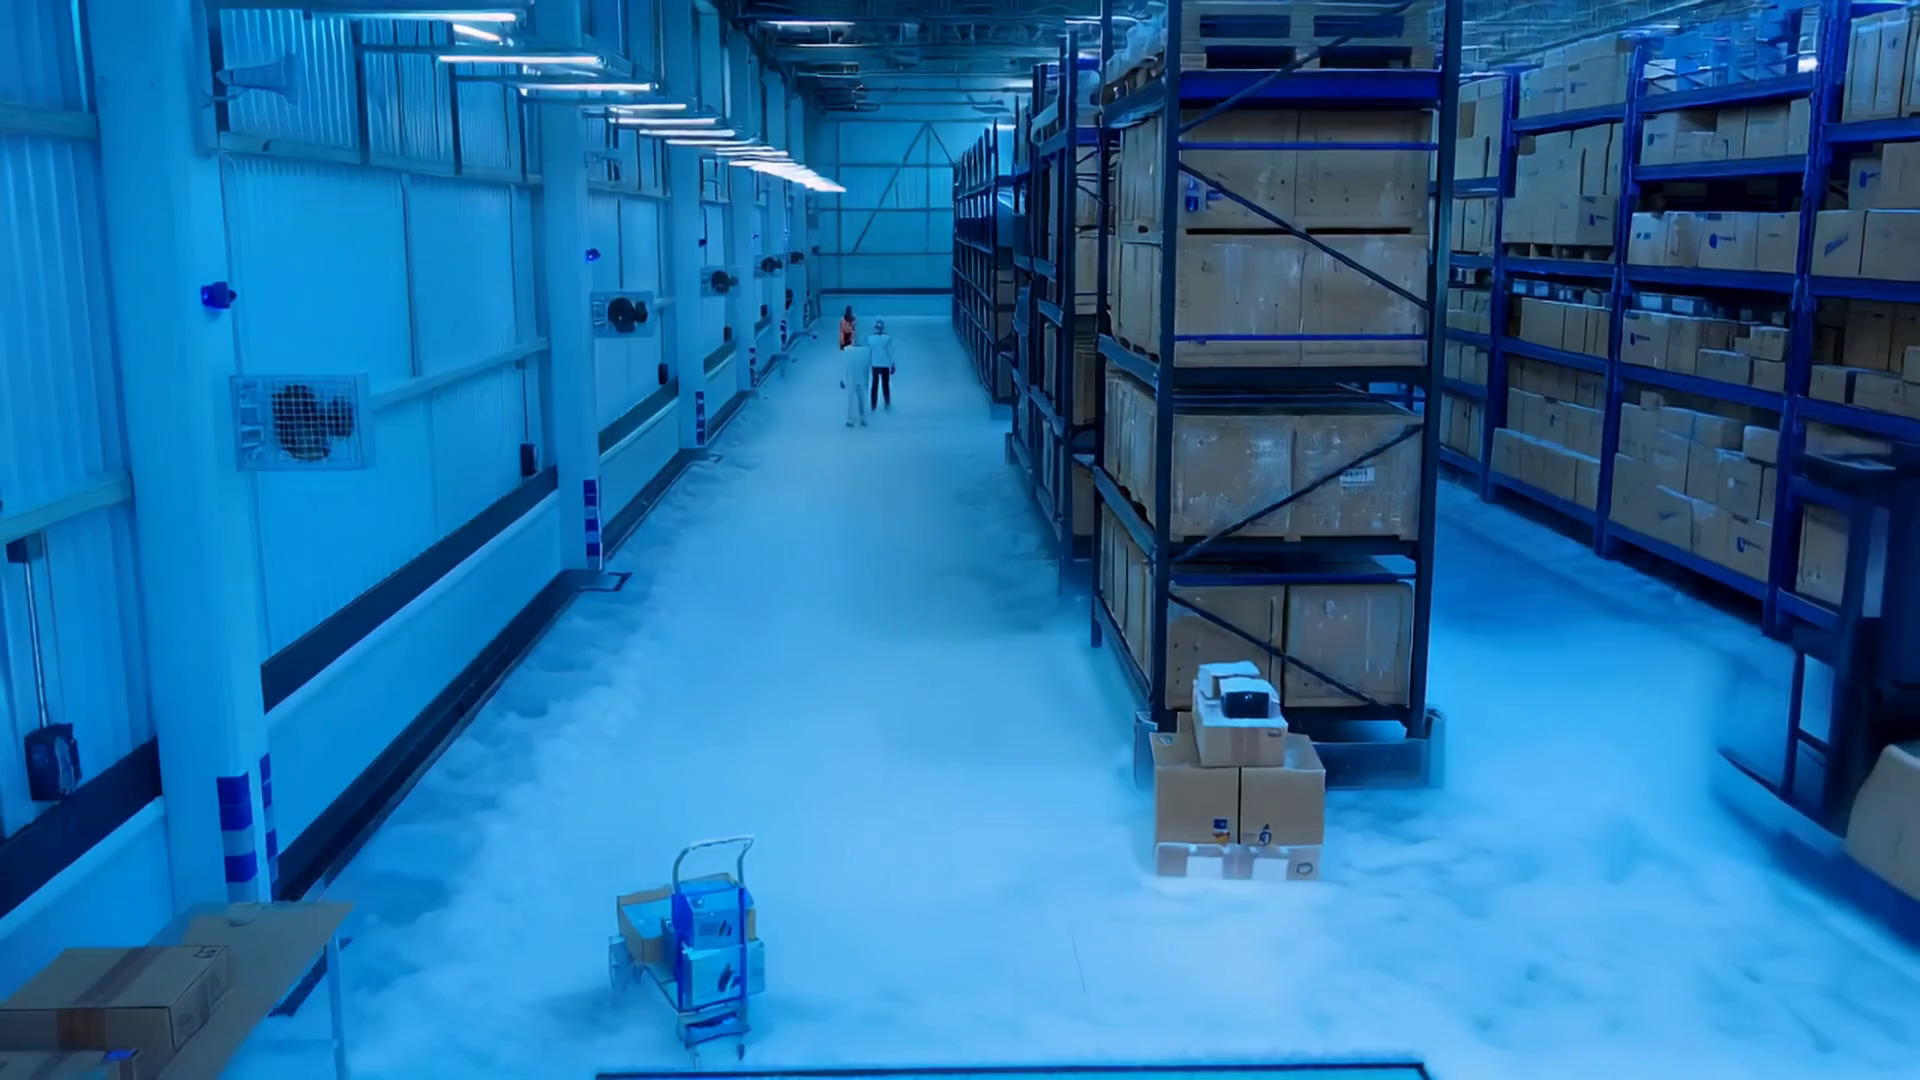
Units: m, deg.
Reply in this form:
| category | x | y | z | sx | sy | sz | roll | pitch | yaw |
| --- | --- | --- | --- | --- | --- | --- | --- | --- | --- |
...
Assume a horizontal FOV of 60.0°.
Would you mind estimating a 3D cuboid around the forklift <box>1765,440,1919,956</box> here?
| category | x | y | z | sx | sy | sz | roll | pitch | yaw |
| --- | --- | --- | --- | --- | --- | --- | --- | --- | --- |
| forklift | 5.810 | 0.811 | 9.631 | 1.129 | 2.768 | 1.873 | 0 | 11 | -2 |

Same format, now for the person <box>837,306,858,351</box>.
| category | x | y | z | sx | sy | sz | roll | pitch | yaw |
| --- | --- | --- | --- | --- | --- | --- | --- | --- | --- |
| person | -2.868 | -5.020 | 42.506 | 0.591 | 1.910 | 0.388 | -8 | 14 | -37 |

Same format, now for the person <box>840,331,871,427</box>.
| category | x | y | z | sx | sy | sz | roll | pitch | yaw |
| --- | --- | --- | --- | --- | --- | --- | --- | --- | --- |
| person | -2.094 | -3.200 | 33.045 | 0.649 | 1.904 | 0.401 | -5 | 12 | -25 |

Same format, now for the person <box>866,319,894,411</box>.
| category | x | y | z | sx | sy | sz | roll | pitch | yaw |
| --- | --- | --- | --- | --- | --- | --- | --- | --- | --- |
| person | -1.710 | -3.747 | 35.689 | 0.618 | 1.986 | 0.409 | -3 | 11 | -14 |

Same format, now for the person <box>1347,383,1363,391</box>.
| category | x | y | z | sx | sy | sz | roll | pitch | yaw |
| --- | --- | --- | --- | --- | --- | --- | --- | --- | --- |
| person | 5.468 | -1.292 | 23.135 | 0.639 | 1.890 | 0.653 | 3 | 11 | 16 |
